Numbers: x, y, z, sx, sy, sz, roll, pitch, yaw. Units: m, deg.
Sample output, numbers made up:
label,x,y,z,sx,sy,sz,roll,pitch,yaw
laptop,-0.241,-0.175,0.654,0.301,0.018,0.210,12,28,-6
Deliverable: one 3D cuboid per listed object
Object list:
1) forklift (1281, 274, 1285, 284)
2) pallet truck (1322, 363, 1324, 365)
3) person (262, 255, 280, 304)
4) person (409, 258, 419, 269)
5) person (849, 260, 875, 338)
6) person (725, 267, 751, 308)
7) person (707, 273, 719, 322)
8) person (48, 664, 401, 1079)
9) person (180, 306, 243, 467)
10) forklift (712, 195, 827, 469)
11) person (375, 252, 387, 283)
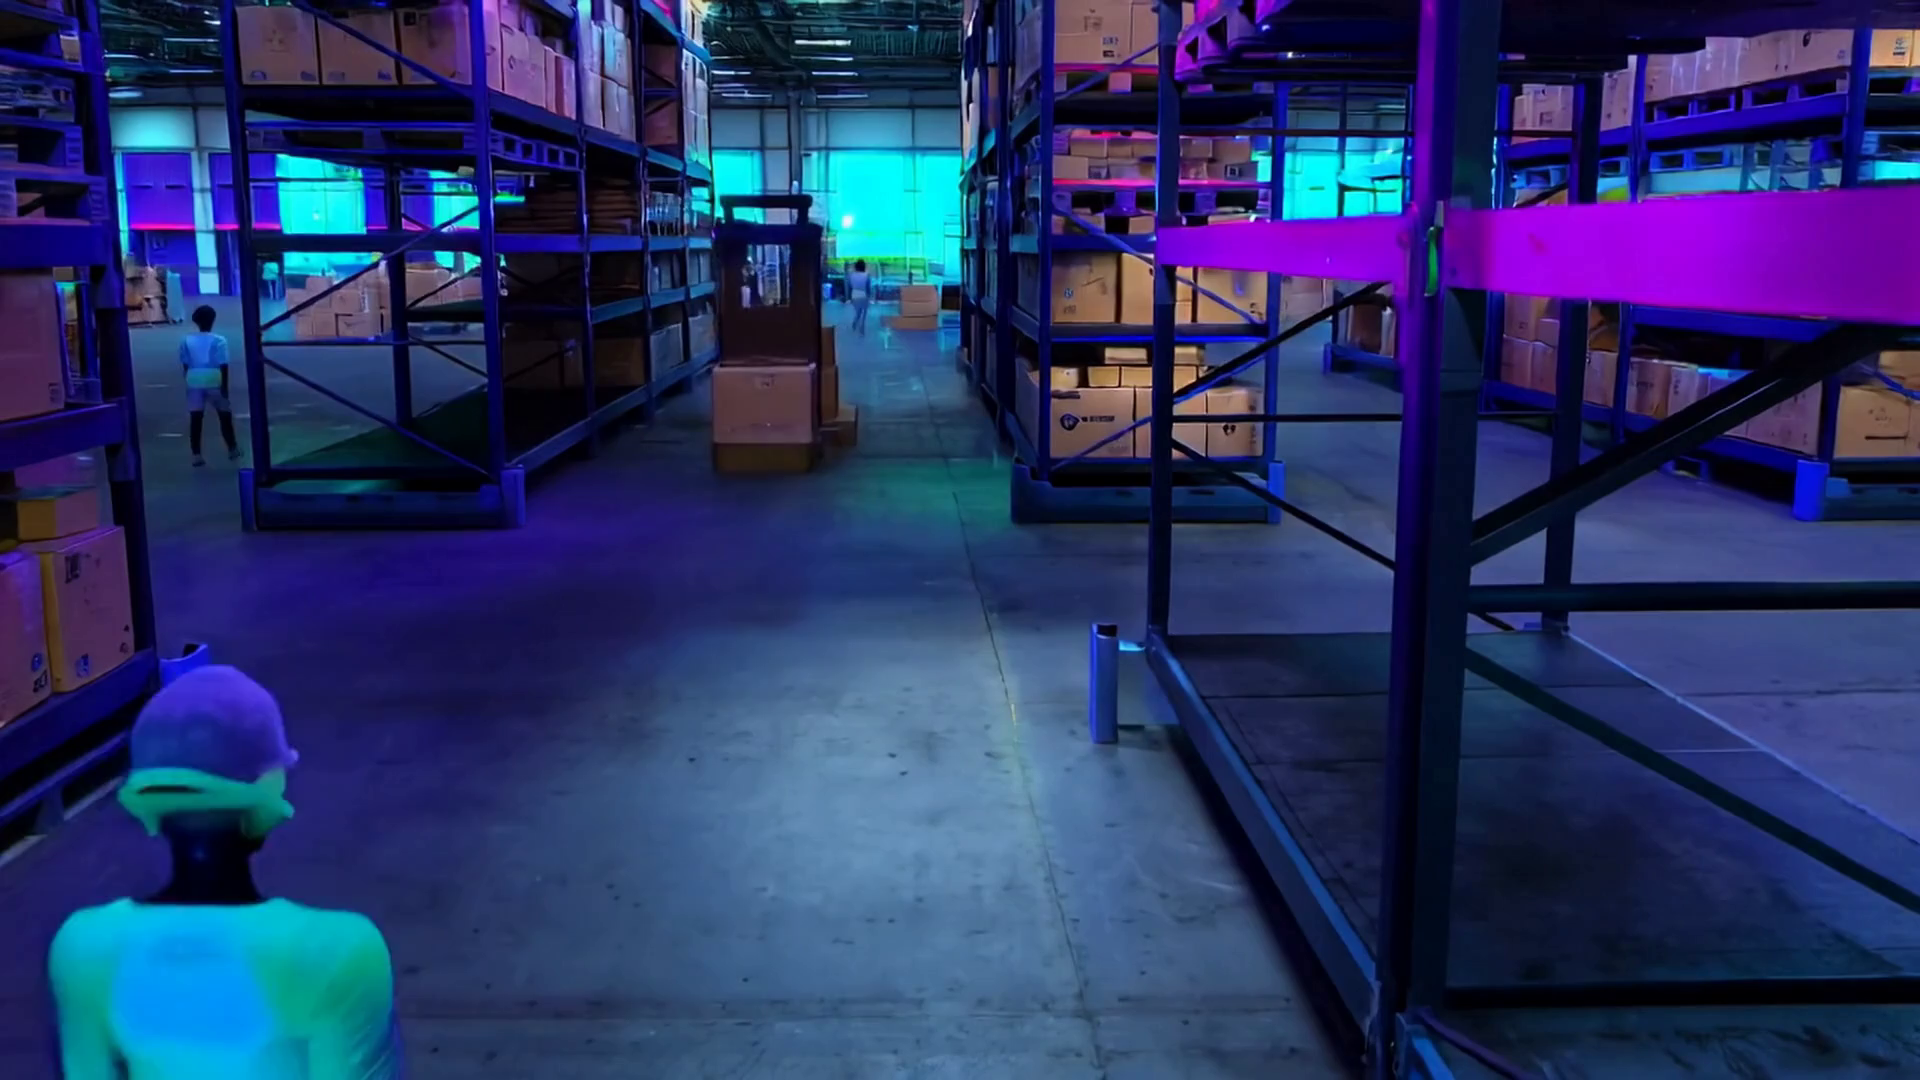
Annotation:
label,x,y,z,sx,sy,sz,roll,pitch,yaw
forklift,12.142,-10.797,65.270,1.129,2.768,1.873,0,10,-2
pallet truck,7.712,-4.157,30.737,1.885,1.965,0.823,3,11,16
person,-25.904,-9.802,62.624,0.429,1.841,0.634,8,13,37
person,-18.326,-8.571,55.853,0.504,1.808,1.038,9,14,42
person,-2.394,-5.878,40.621,0.595,1.897,0.523,6,12,32
person,-4.202,-4.207,31.259,0.554,1.915,0.662,-4,11,-19
person,-5.352,-5.043,36.632,0.884,1.642,0.548,5,11,27
person,-1.035,1.043,2.453,0.542,1.750,0.367,2,10,8
person,-7.937,-1.634,17.614,0.551,1.659,0.843,0,10,-1
forklift,-2.016,-2.221,17.494,1.129,2.768,1.873,0,10,-2
person,-21.859,-9.900,62.800,0.424,1.982,0.629,-7,13,-36
